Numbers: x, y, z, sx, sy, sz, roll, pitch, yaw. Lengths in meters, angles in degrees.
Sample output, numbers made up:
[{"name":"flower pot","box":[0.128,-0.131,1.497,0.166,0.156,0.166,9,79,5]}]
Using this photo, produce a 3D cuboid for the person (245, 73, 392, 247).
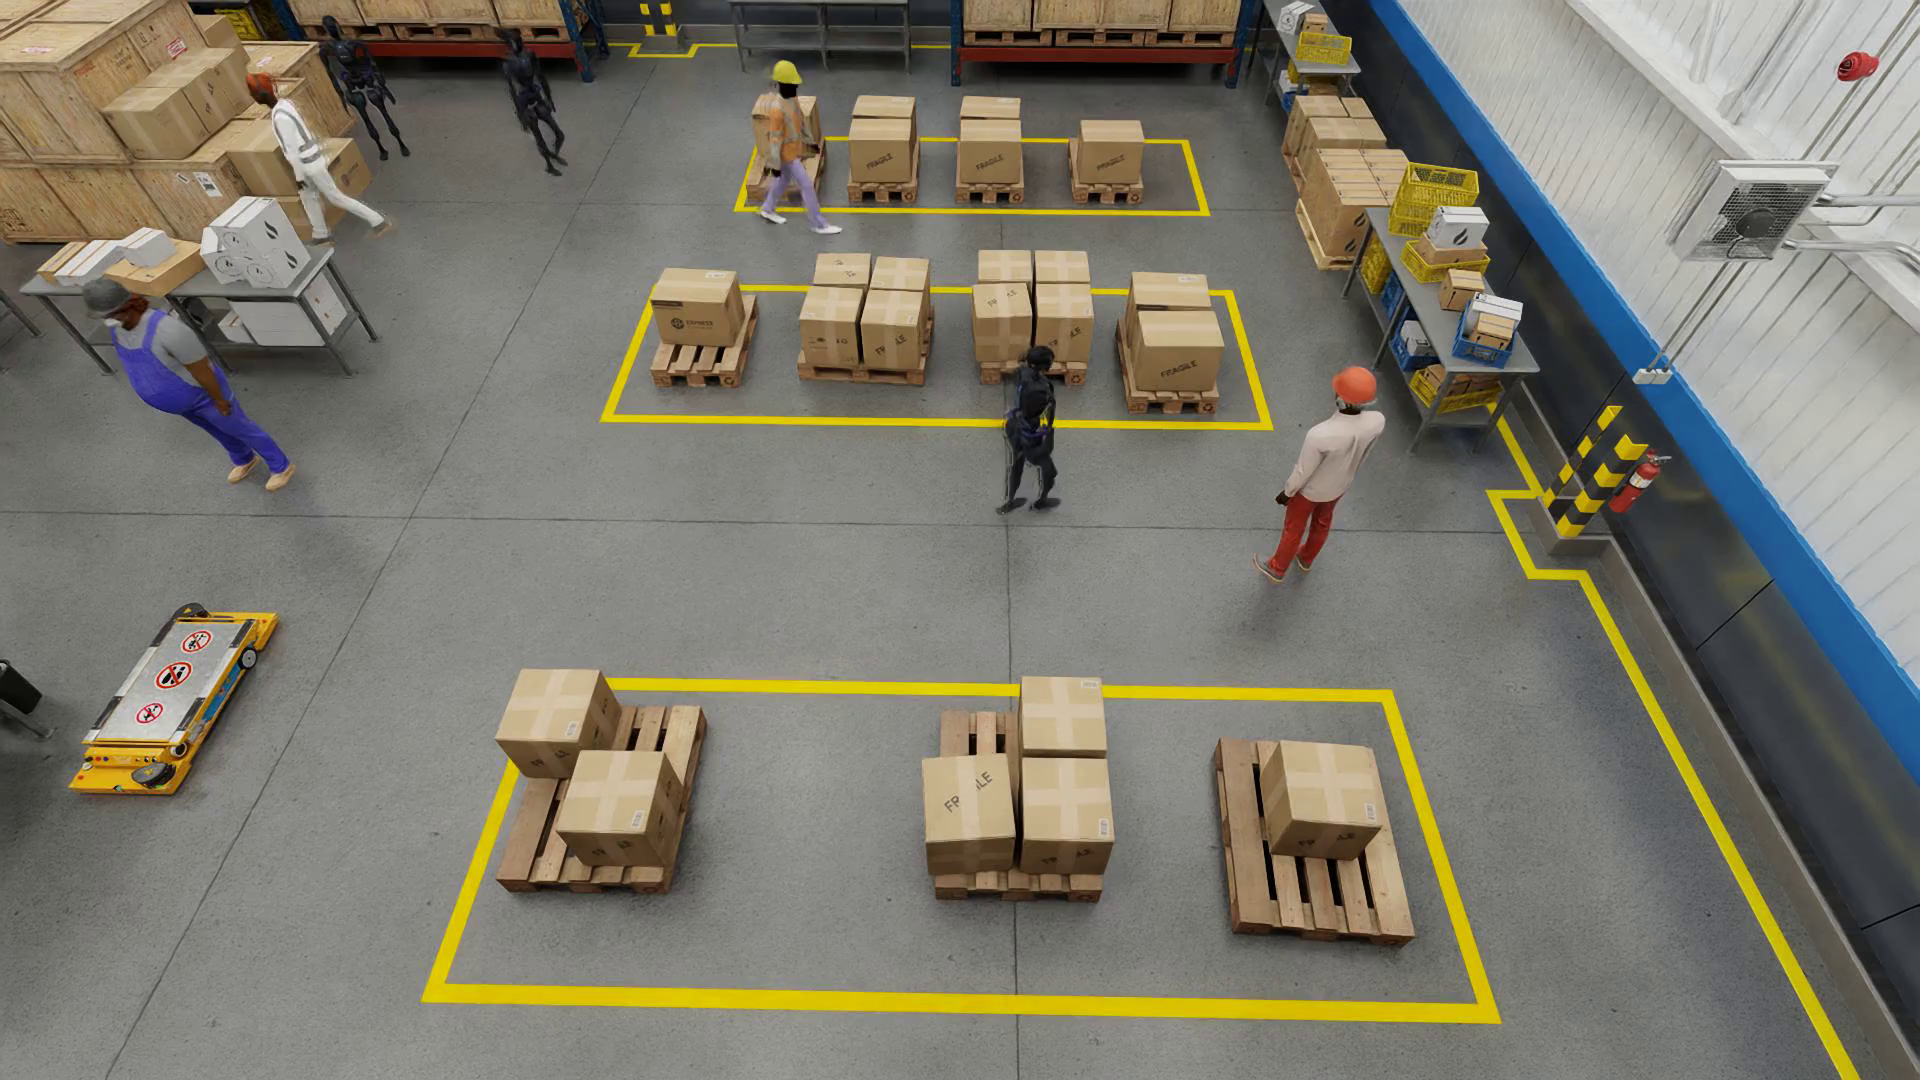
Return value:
[{"name":"person","box":[-6.903,-4.001,9.721,0.918,1.840,0.582,-27,55,-21]}]

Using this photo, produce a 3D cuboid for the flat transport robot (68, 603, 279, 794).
[{"name":"flat transport robot","box":[-5.504,1.072,6.442,0.652,0.197,1.431,1,50,1]}]

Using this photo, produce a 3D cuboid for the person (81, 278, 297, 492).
[{"name":"person","box":[-6.096,-1.180,7.206,0.683,2.000,0.537,13,51,11]}]

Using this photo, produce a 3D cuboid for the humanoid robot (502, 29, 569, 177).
[{"name":"humanoid robot","box":[-4.974,-5.090,10.748,0.416,1.645,0.600,25,54,20]}]

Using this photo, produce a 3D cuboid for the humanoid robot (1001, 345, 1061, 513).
[{"name":"humanoid robot","box":[0.592,-0.847,7.167,0.576,1.643,0.590,-25,54,-20]}]

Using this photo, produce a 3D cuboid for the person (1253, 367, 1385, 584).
[{"name":"person","box":[2.587,-0.426,6.597,0.612,1.996,0.377,-16,52,-13]}]

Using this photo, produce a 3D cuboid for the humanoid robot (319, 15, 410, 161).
[{"name":"humanoid robot","box":[-7.184,-5.424,11.033,0.574,1.653,0.318,-17,52,-14]}]

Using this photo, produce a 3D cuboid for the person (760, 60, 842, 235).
[{"name":"person","box":[-1.865,-4.213,9.881,0.972,1.877,0.591,4,50,3]}]
